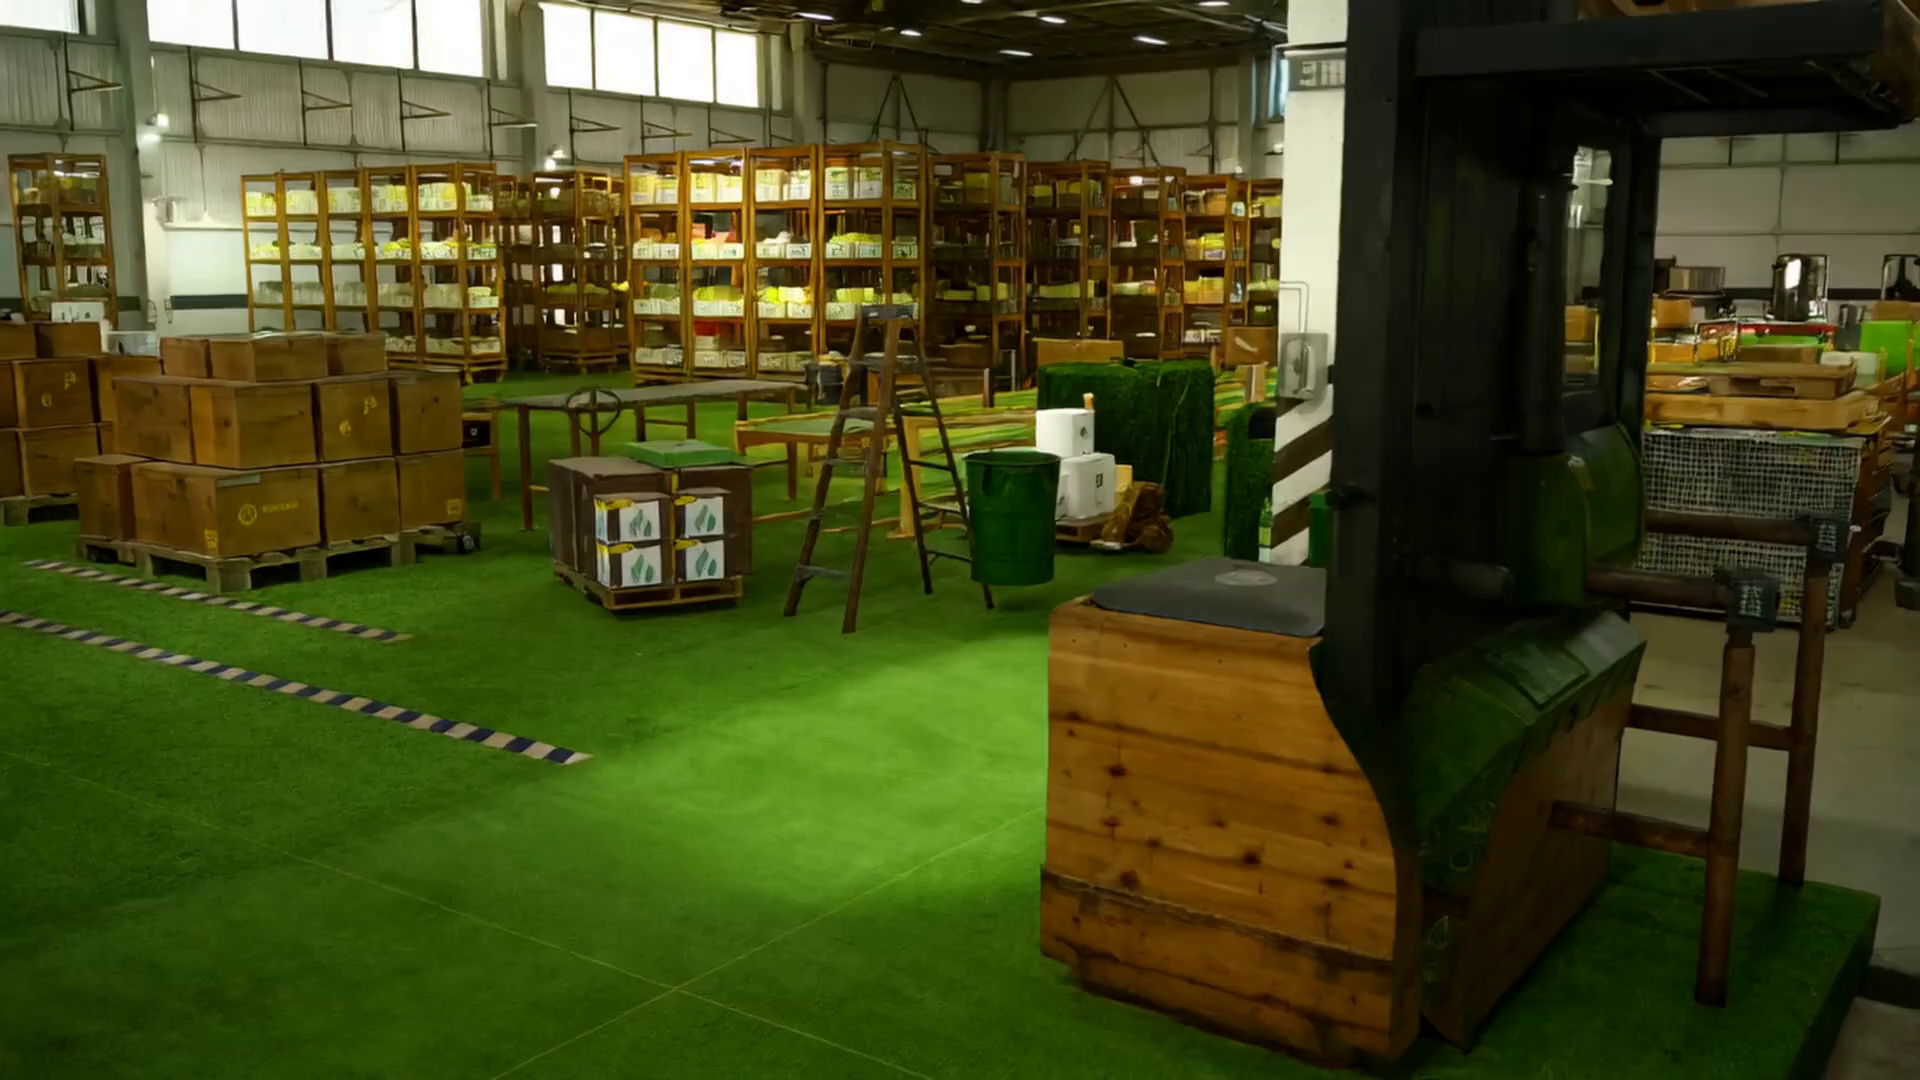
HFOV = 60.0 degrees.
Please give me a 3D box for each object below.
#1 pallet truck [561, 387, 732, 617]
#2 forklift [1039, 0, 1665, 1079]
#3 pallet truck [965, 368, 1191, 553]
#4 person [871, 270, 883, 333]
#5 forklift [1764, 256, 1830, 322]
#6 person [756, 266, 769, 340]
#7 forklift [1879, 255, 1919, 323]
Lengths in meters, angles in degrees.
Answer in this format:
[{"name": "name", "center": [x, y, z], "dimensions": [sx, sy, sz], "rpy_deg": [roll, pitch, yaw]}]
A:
[{"name": "pallet truck", "center": [-1.981, -0.274, 10.088], "dimensions": [0.680, 1.201, 1.601], "rpy_deg": [-5, 11, -28]}, {"name": "forklift", "center": [1.249, -0.137, 4.360], "dimensions": [1.873, 2.768, 1.129], "rpy_deg": [7, 12, 35]}, {"name": "pallet truck", "center": [0.845, -0.609, 11.869], "dimensions": [1.630, 1.274, 0.653], "rpy_deg": [7, 12, 35]}, {"name": "person", "center": [-1.708, -4.521, 33.581], "dimensions": [0.404, 1.833, 0.589], "rpy_deg": [1, 10, 6]}, {"name": "forklift", "center": [20.253, -5.854, 40.139], "dimensions": [1.157, 1.987, 2.680], "rpy_deg": [7, 12, 35]}, {"name": "person", "center": [-3.503, -3.927, 29.560], "dimensions": [0.381, 1.994, 0.621], "rpy_deg": [2, 10, 14]}, {"name": "forklift", "center": [22.089, -5.634, 38.796], "dimensions": [1.157, 1.987, 2.680], "rpy_deg": [6, 11, 33]}]
